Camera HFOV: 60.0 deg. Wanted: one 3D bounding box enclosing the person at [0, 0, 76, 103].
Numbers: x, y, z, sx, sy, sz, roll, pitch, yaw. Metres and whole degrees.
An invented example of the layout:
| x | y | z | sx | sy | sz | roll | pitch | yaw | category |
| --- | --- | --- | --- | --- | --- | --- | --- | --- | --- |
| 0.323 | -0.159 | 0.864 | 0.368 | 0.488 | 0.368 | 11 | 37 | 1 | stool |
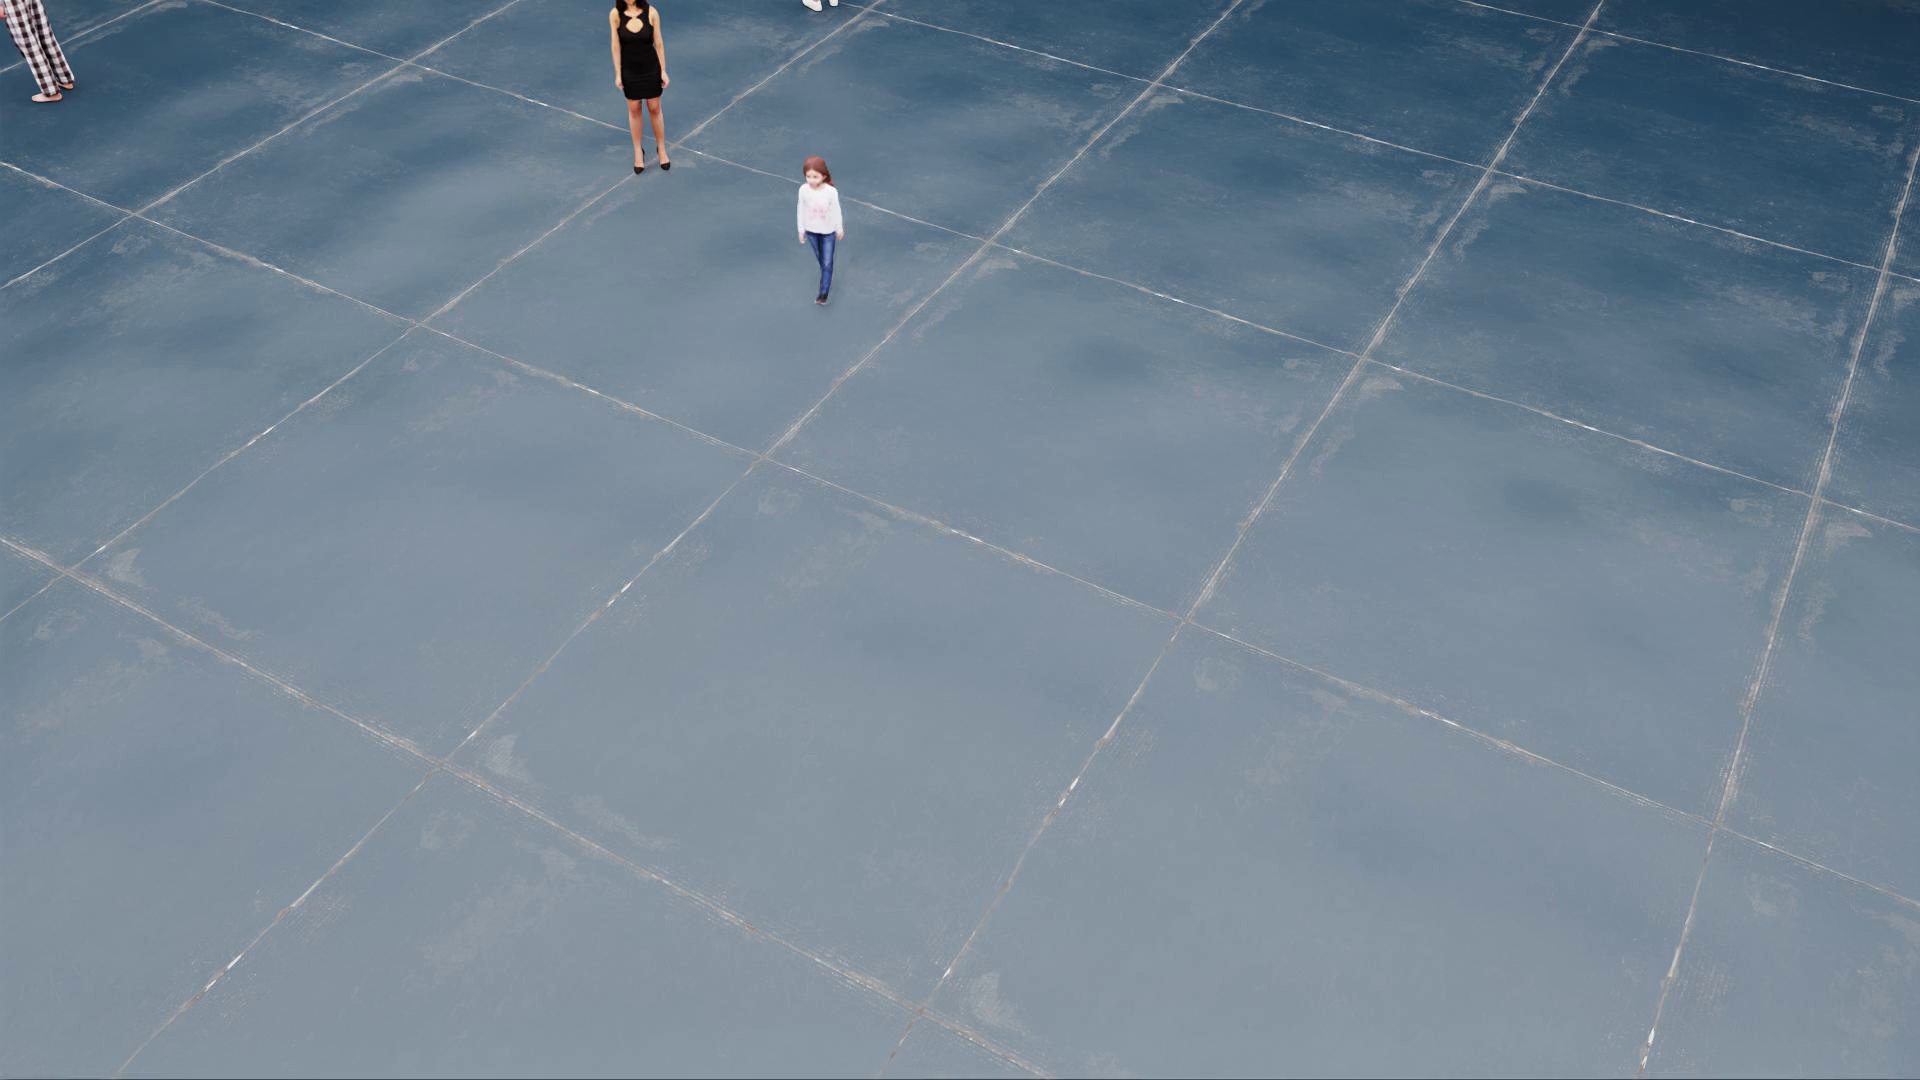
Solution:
| x | y | z | sx | sy | sz | roll | pitch | yaw | category |
| --- | --- | --- | --- | --- | --- | --- | --- | --- | --- |
| -7.893 | -4.578 | 13.894 | 0.755 | 1.847 | 0.598 | 6 | 43 | 6 | person |

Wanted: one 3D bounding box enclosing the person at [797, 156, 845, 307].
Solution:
| x | y | z | sx | sy | sz | roll | pitch | yaw | category |
| --- | --- | --- | --- | --- | --- | --- | --- | --- | --- |
| -0.987 | -2.272 | 11.920 | 0.588 | 1.087 | 0.808 | 8 | 43 | 9 | person |

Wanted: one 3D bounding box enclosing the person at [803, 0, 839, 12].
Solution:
| x | y | z | sx | sy | sz | roll | pitch | yaw | category |
| --- | --- | --- | --- | --- | --- | --- | --- | --- | --- |
| -1.310 | -5.756 | 15.243 | 0.633 | 1.775 | 0.751 | -21 | 46 | -22 | person |

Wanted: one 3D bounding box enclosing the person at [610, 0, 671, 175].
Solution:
| x | y | z | sx | sy | sz | roll | pitch | yaw | category |
| --- | --- | --- | --- | --- | --- | --- | --- | --- | --- |
| -2.506 | -3.675 | 13.045 | 0.626 | 1.650 | 0.666 | -6 | 43 | -7 | person |
